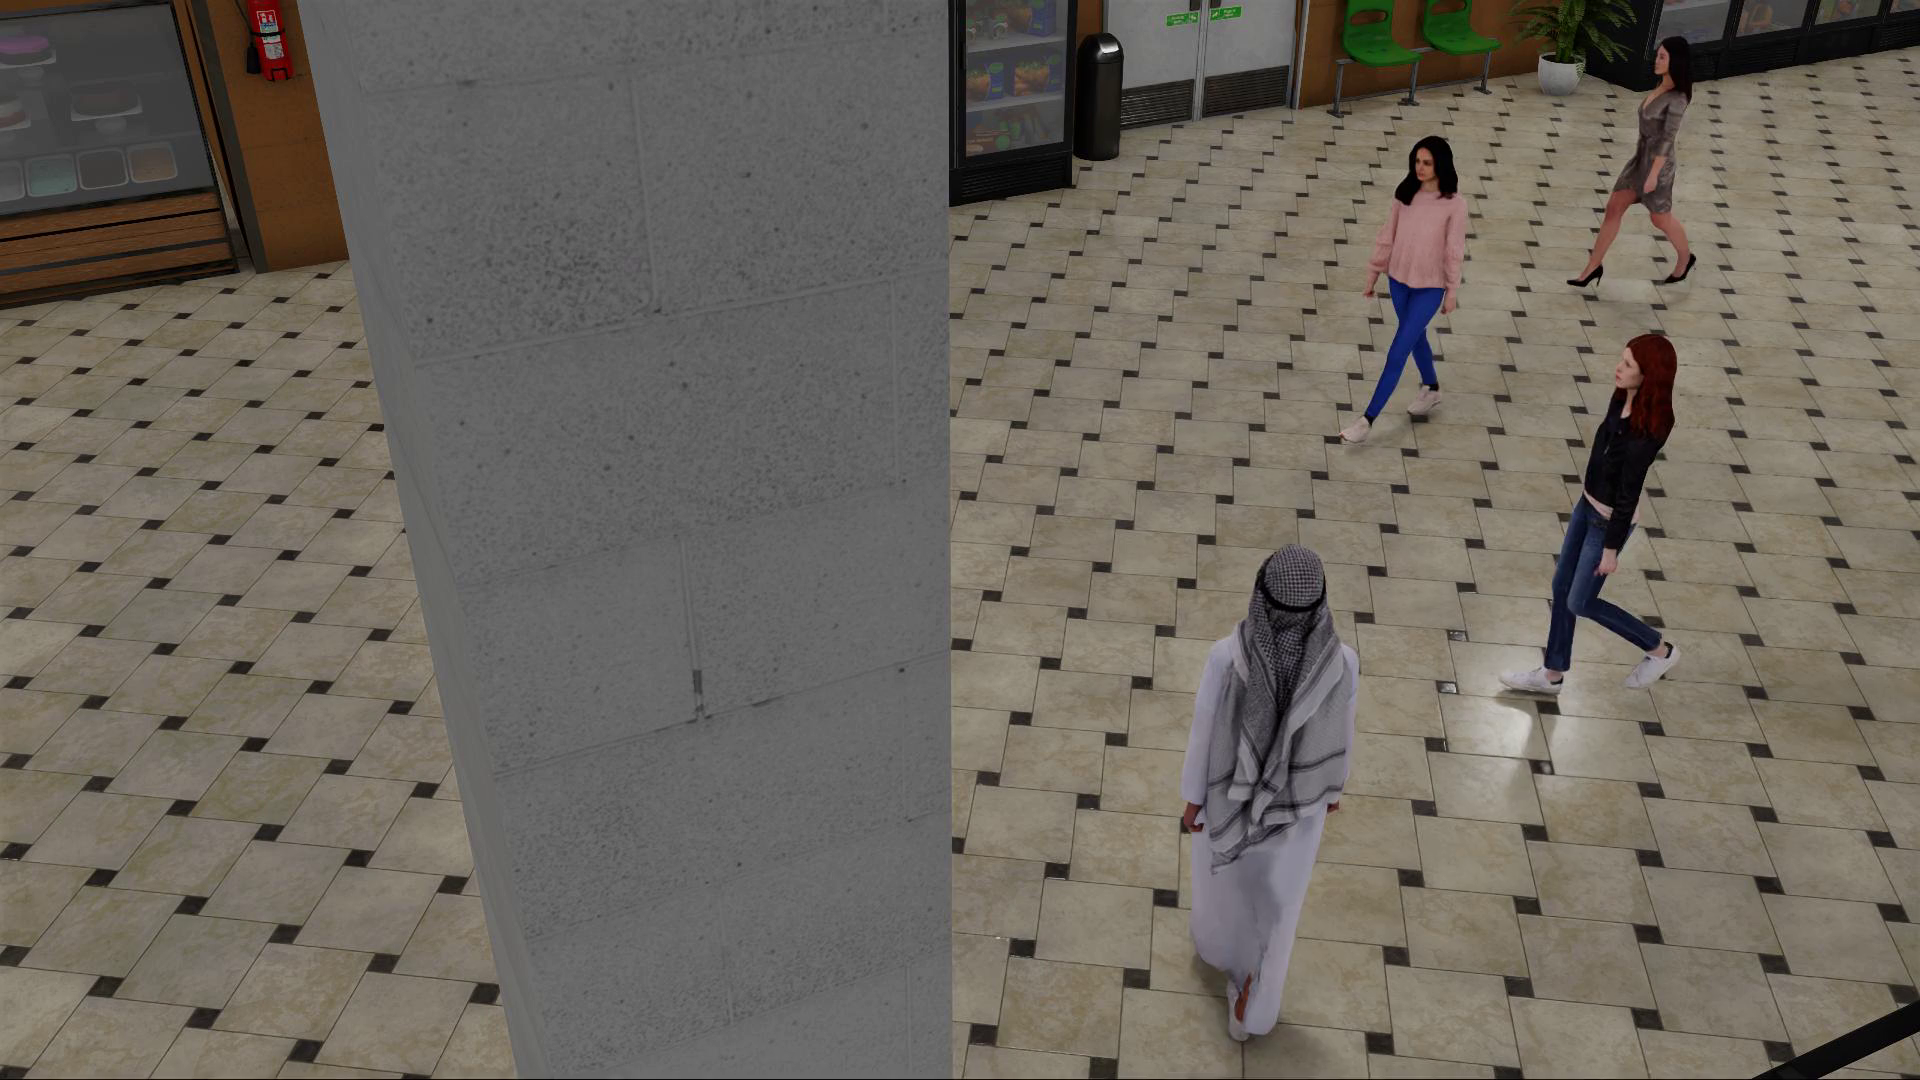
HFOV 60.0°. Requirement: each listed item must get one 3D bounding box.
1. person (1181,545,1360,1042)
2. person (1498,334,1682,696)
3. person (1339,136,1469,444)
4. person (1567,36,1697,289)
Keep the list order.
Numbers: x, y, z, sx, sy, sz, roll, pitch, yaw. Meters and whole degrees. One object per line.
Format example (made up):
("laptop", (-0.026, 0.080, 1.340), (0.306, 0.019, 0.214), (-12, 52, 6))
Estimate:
("person", (1.002, 0.910, 5.441), (0.938, 1.912, 1.022), (3, 32, 5))
("person", (2.830, -0.045, 7.114), (0.942, 1.767, 0.983), (4, 32, 6))
("person", (2.614, -1.405, 9.351), (0.912, 1.712, 1.171), (-22, 38, -31))
("person", (4.661, -2.431, 11.006), (0.964, 1.707, 1.128), (-1, 32, -2))
